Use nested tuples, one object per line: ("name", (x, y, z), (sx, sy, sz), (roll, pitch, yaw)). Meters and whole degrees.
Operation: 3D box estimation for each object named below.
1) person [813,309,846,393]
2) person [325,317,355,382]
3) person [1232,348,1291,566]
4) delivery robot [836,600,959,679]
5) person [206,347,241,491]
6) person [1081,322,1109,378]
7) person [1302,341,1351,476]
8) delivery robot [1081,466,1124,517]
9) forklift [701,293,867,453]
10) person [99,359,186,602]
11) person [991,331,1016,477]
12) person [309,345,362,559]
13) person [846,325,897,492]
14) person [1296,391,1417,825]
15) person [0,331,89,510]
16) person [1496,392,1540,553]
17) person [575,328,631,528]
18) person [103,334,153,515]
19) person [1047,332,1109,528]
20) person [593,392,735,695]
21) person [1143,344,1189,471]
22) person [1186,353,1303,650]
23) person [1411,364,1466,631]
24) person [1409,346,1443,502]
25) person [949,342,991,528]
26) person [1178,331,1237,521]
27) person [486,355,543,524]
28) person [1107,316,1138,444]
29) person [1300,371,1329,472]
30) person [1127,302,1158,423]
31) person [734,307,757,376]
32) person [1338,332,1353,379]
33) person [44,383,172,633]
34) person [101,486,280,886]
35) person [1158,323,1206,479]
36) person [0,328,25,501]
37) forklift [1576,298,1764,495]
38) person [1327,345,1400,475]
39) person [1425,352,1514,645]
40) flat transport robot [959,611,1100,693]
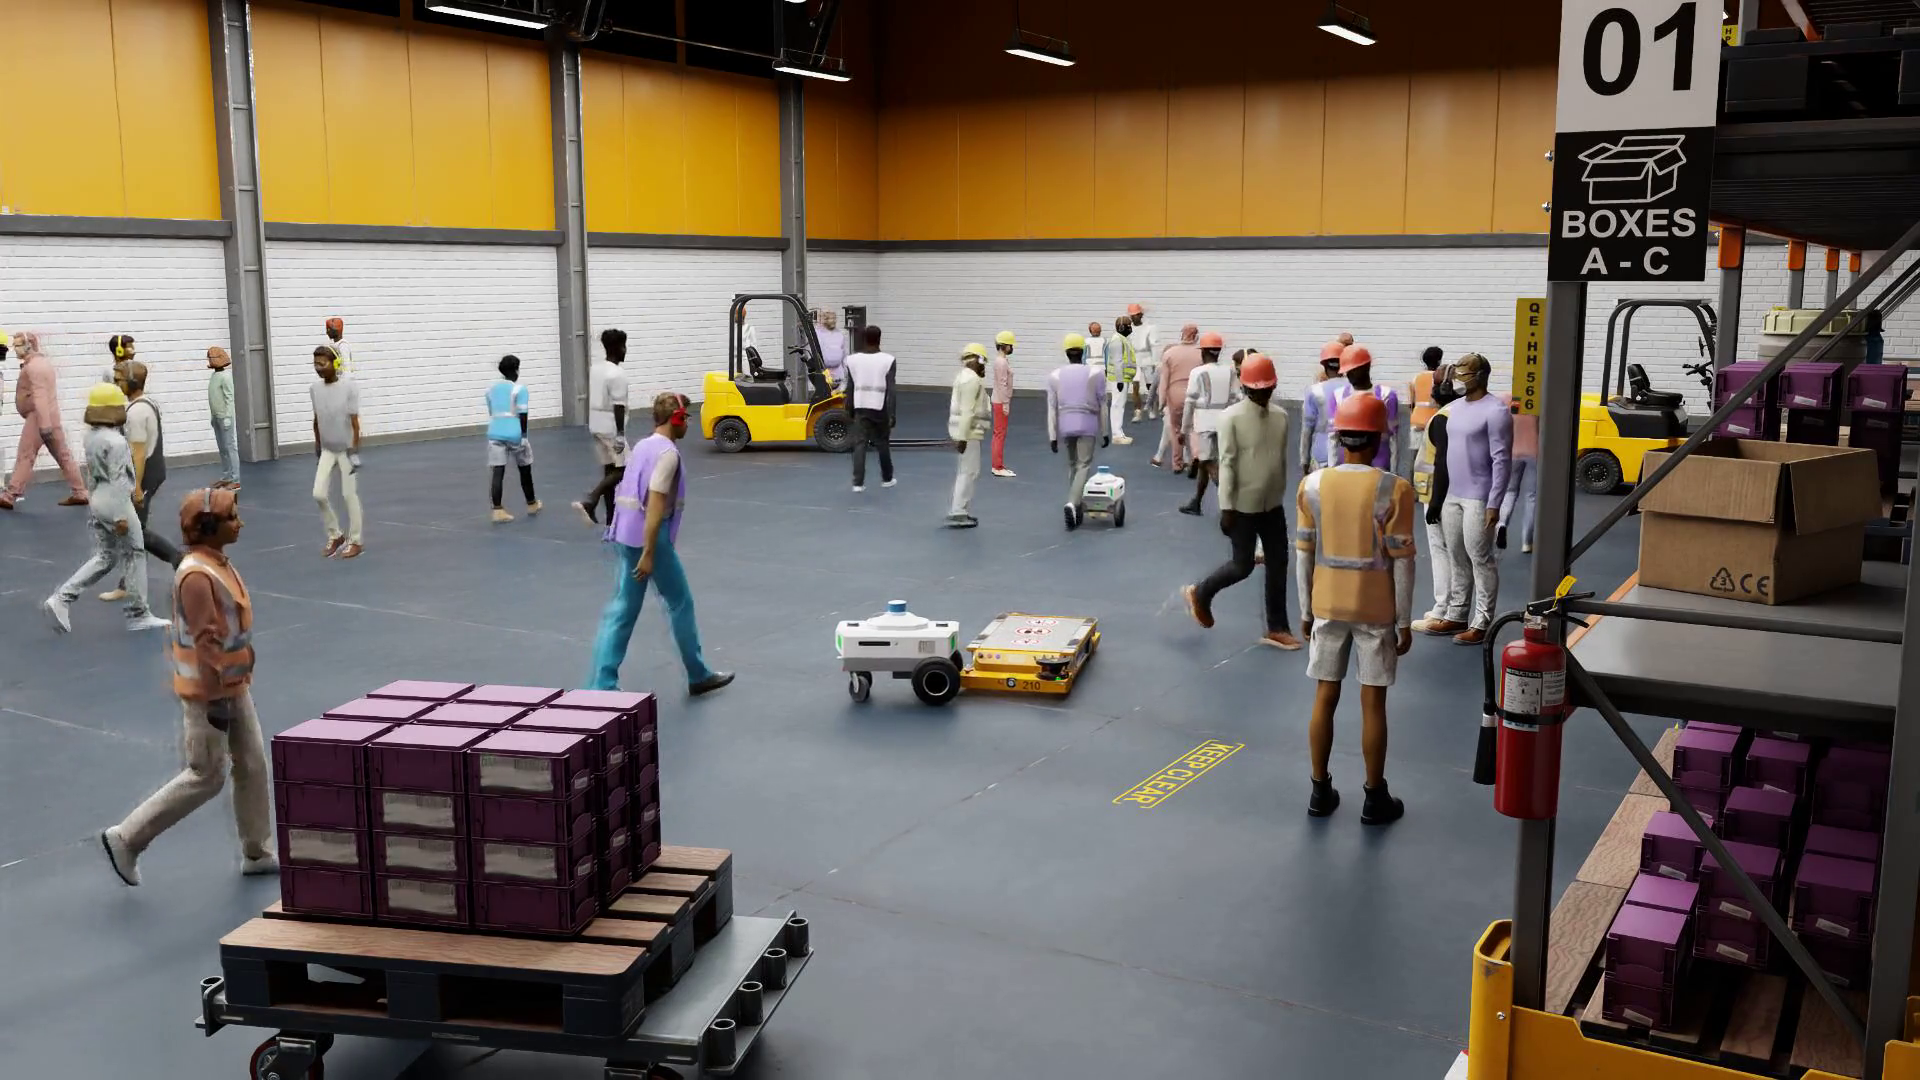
("person", (-2.059, -2.690, 26.291), (0.659, 1.895, 0.435), (-5, 11, -30))
("person", (-8.135, -1.981, 21.864), (0.353, 1.886, 0.573), (-5, 10, -27))
("person", (2.493, -0.667, 13.799), (0.495, 1.846, 0.630), (6, 11, 35))
("delivery robot", (-0.363, 0.594, 9.646), (0.707, 0.478, 0.477), (0, 9, 2))
("person", (-8.370, -1.372, 18.847), (0.279, 1.634, 0.499), (-9, 12, -43))
("person", (2.280, -2.862, 28.122), (0.514, 1.645, 0.309), (-2, 9, -10))
("person", (3.141, -0.717, 13.977), (0.566, 1.882, 0.979), (0, 9, 0))
("delivery robot", (1.403, -0.481, 16.352), (0.477, 0.478, 0.707), (2, 9, 14))
("forklift", (-2.458, -2.344, 23.176), (2.313, 2.155, 1.214), (0, 9, -2))
("person", (-6.089, -0.438, 12.416), (0.660, 1.833, 0.534), (-3, 10, -19))
("person", (0.529, -1.653, 20.196), (0.311, 1.768, 0.524), (-1, 9, -4))
("person", (-5.348, -0.748, 14.290), (0.546, 1.849, 0.481), (2, 9, 11))
("person", (-0.995, -1.498, 18.917), (0.610, 1.876, 0.909), (2, 9, 14))
("person", (1.772, 0.303, 7.447), (0.542, 1.939, 0.356), (6, 11, 32))
("person", (-9.680, -1.242, 17.356), (1.000, 1.848, 0.688), (-3, 10, -17))
("person", (4.931, -0.735, 14.515), (0.534, 1.757, 0.491), (6, 11, 34))
("person", (-3.411, -1.051, 15.892), (0.582, 1.945, 0.633), (-8, 12, -40))
("person", (-8.440, -1.137, 16.712), (0.460, 1.851, 0.548), (-2, 9, -15))
("person", (1.125, -1.077, 16.232), (0.600, 1.892, 0.893), (3, 10, 19))
("person", (-1.723, 0.050, 9.527), (0.959, 1.770, 0.572), (-6, 11, -35))
("person", (2.626, -1.656, 20.781), (0.514, 1.587, 0.875), (-6, 11, -33))
("person", (1.869, -0.261, 10.921), (0.642, 1.962, 0.725), (-6, 11, -32))
("person", (3.333, -0.287, 11.429), (0.429, 1.842, 0.637), (6, 11, 32))
("person", (5.122, -1.251, 17.936), (0.675, 1.670, 0.541), (-7, 11, -37))
("person", (0.090, -1.026, 16.219), (0.461, 1.785, 0.646), (-1, 9, -8))
("person", (2.511, -1.132, 16.565), (0.563, 1.895, 0.982), (-6, 11, -32))
("person", (-4.460, -1.014, 16.572), (0.526, 1.634, 0.853), (3, 10, 17))
("person", (2.349, -2.312, 24.074), (0.430, 1.845, 0.619), (2, 9, 12))
("person", (3.310, -0.710, 14.777), (0.475, 1.615, 0.409), (-6, 11, -34))
("person", (3.027, -2.955, 27.631), (0.629, 1.993, 1.010), (4, 10, 21))
("person", (-3.745, -3.061, 28.620), (0.575, 1.881, 0.356), (7, 11, 36))
("person", (5.329, -2.047, 23.038), (0.513, 1.642, 0.313), (1, 9, 9))
("person", (-5.826, -0.203, 11.291), (0.489, 1.723, 0.708), (8, 12, 40))
("person", (-3.035, 0.594, 6.609), (0.662, 1.619, 0.515), (-2, 9, -11))
("person", (2.749, -1.687, 20.122), (0.686, 1.867, 0.859), (2, 9, 10))
("person", (-10.472, -1.325, 17.801), (0.719, 1.889, 0.595), (-3, 10, -21))
("forklift", (7.954, -1.589, 18.462), (2.313, 2.155, 1.214), (5, 11, 30))
("person", (3.116, -0.568, 13.008), (0.554, 1.890, 0.826), (5, 10, 27))
("person", (3.392, -0.275, 11.051), (0.356, 1.938, 0.638), (-3, 10, -18))
("flat transport robot", (0.452, 0.675, 10.312), (0.652, 0.197, 1.431), (2, 9, 12))
